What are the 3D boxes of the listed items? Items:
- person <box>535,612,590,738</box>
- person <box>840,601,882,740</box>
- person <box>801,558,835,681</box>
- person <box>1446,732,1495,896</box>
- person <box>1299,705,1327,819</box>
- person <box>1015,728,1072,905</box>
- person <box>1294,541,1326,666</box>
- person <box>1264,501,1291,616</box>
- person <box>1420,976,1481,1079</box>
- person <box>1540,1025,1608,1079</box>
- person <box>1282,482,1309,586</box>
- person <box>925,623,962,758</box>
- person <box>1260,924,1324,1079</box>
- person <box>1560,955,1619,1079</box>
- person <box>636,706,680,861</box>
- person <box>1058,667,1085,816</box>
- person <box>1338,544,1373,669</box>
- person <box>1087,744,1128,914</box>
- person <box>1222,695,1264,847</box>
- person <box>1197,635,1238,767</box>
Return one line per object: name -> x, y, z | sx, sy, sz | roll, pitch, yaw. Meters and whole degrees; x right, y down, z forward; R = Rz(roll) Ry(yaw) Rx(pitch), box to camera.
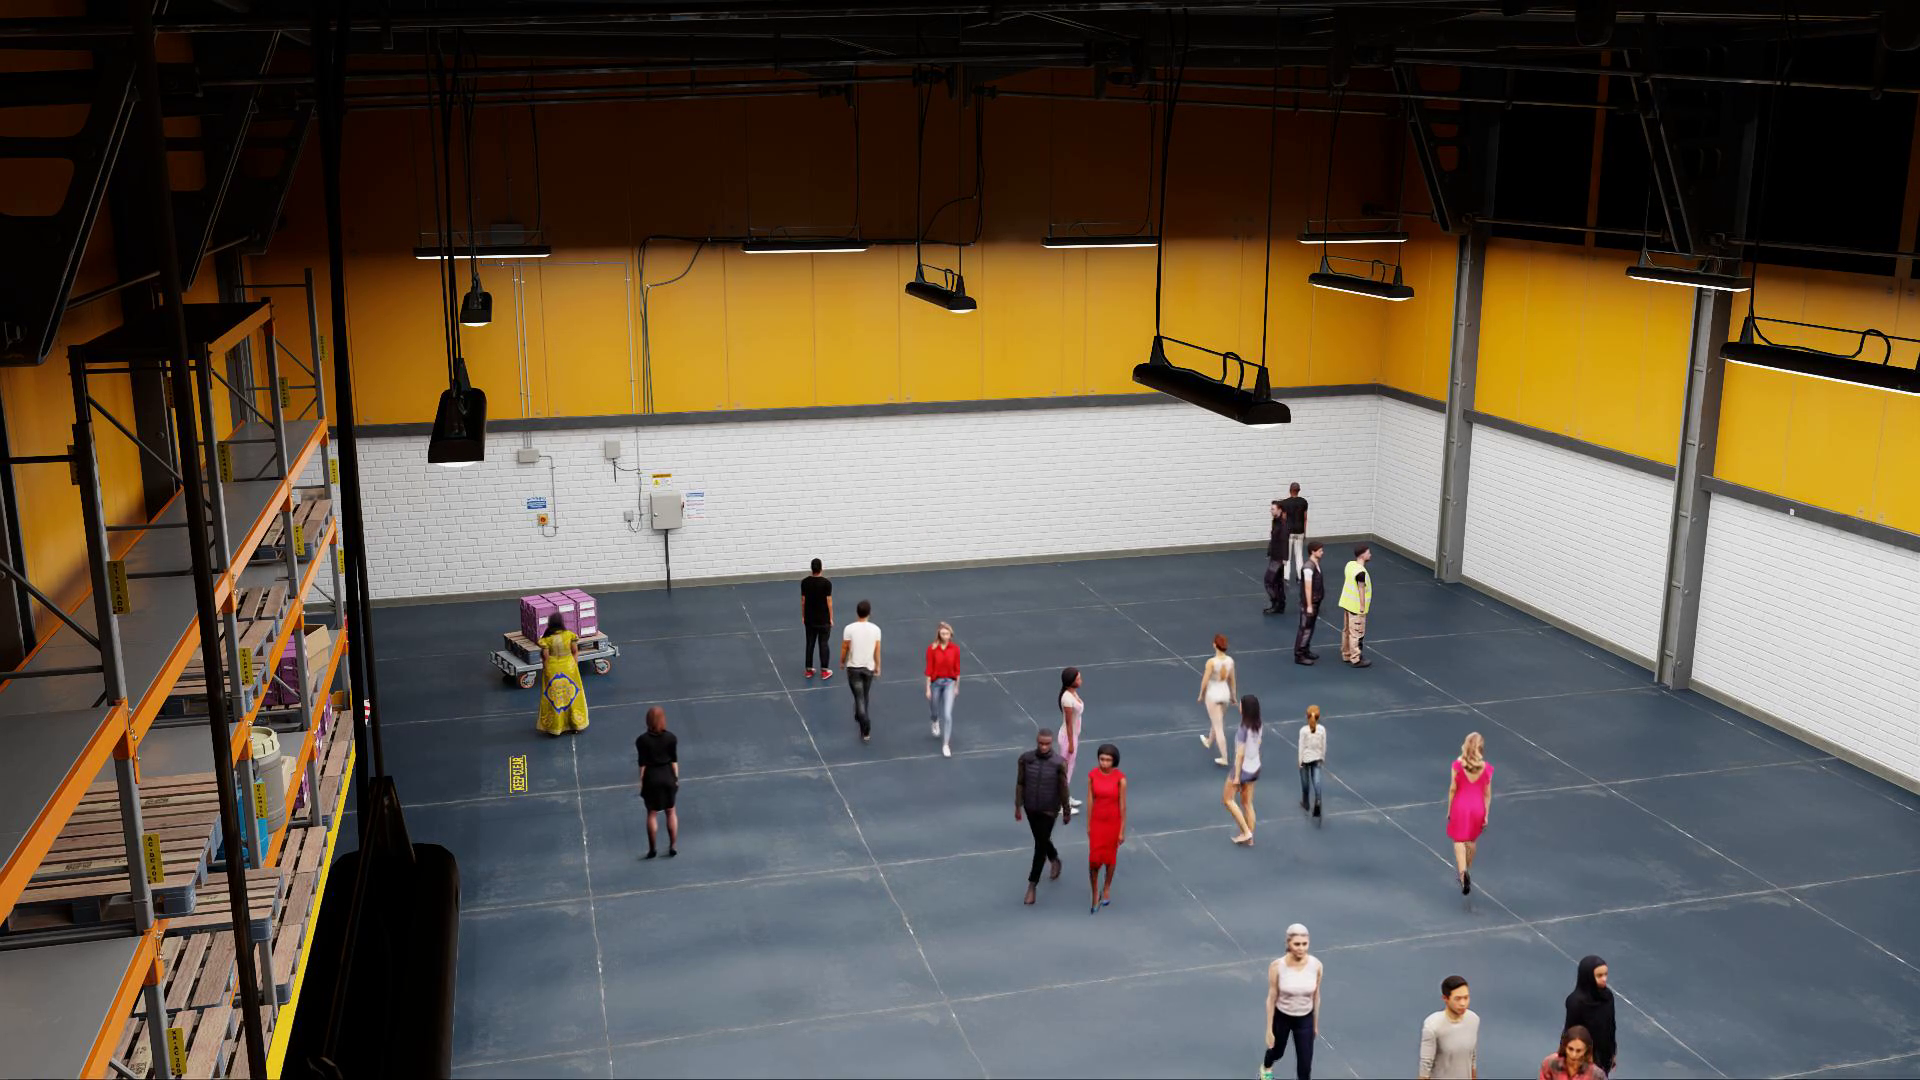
person -> -5.194, 1.726, 21.623 | 0.892, 1.661, 0.820 | -6, 15, -23
person -> -1.265, 1.716, 21.486 | 0.681, 1.746, 1.176 | -4, 14, -17
person -> -2.049, 1.125, 23.904 | 0.700, 1.756, 0.713 | 4, 14, 18
person -> 5.195, 2.825, 16.997 | 0.809, 1.703, 1.020 | 2, 14, 9
person -> 4.032, 2.547, 19.006 | 0.573, 1.298, 0.895 | -1, 14, -5
person -> 0.876, 2.756, 17.094 | 1.175, 1.792, 1.273 | 7, 15, 25
person -> 5.164, 0.910, 24.599 | 0.792, 1.846, 0.723 | 7, 15, 26
person -> 5.240, 0.299, 27.023 | 0.797, 1.893, 0.650 | -1, 14, -5
person -> 3.519, 3.972, 12.030 | 0.692, 1.811, 0.584 | -6, 15, -23
person -> 4.301, 4.135, 11.698 | 1.064, 1.650, 1.150 | 6, 15, 23
person -> 5.800, -0.121, 28.950 | 0.654, 1.804, 0.559 | -3, 14, -14
person -> -0.236, 1.849, 21.064 | 0.720, 1.685, 1.055 | -2, 14, -7
person -> 2.582, 3.782, 13.132 | 0.755, 1.661, 1.226 | -1, 14, -5
person -> 4.768, 3.904, 12.758 | 0.800, 1.600, 1.163 | -8, 16, -29
person -> -3.235, 2.608, 17.896 | 0.576, 1.702, 0.486 | -4, 14, -15
person -> 1.245, 2.287, 19.140 | 0.704, 1.739, 0.571 | 1, 14, 6
person -> 5.832, 0.948, 24.448 | 0.773, 1.845, 0.675 | -2, 14, -10
person -> 1.502, 2.862, 16.783 | 0.732, 1.731, 0.805 | 4, 14, 15
person -> 3.192, 2.541, 18.128 | 0.754, 1.722, 0.716 | 11, 17, 37
person -> 3.237, 2.010, 20.580 | 0.704, 1.600, 1.062 | -7, 15, -26
